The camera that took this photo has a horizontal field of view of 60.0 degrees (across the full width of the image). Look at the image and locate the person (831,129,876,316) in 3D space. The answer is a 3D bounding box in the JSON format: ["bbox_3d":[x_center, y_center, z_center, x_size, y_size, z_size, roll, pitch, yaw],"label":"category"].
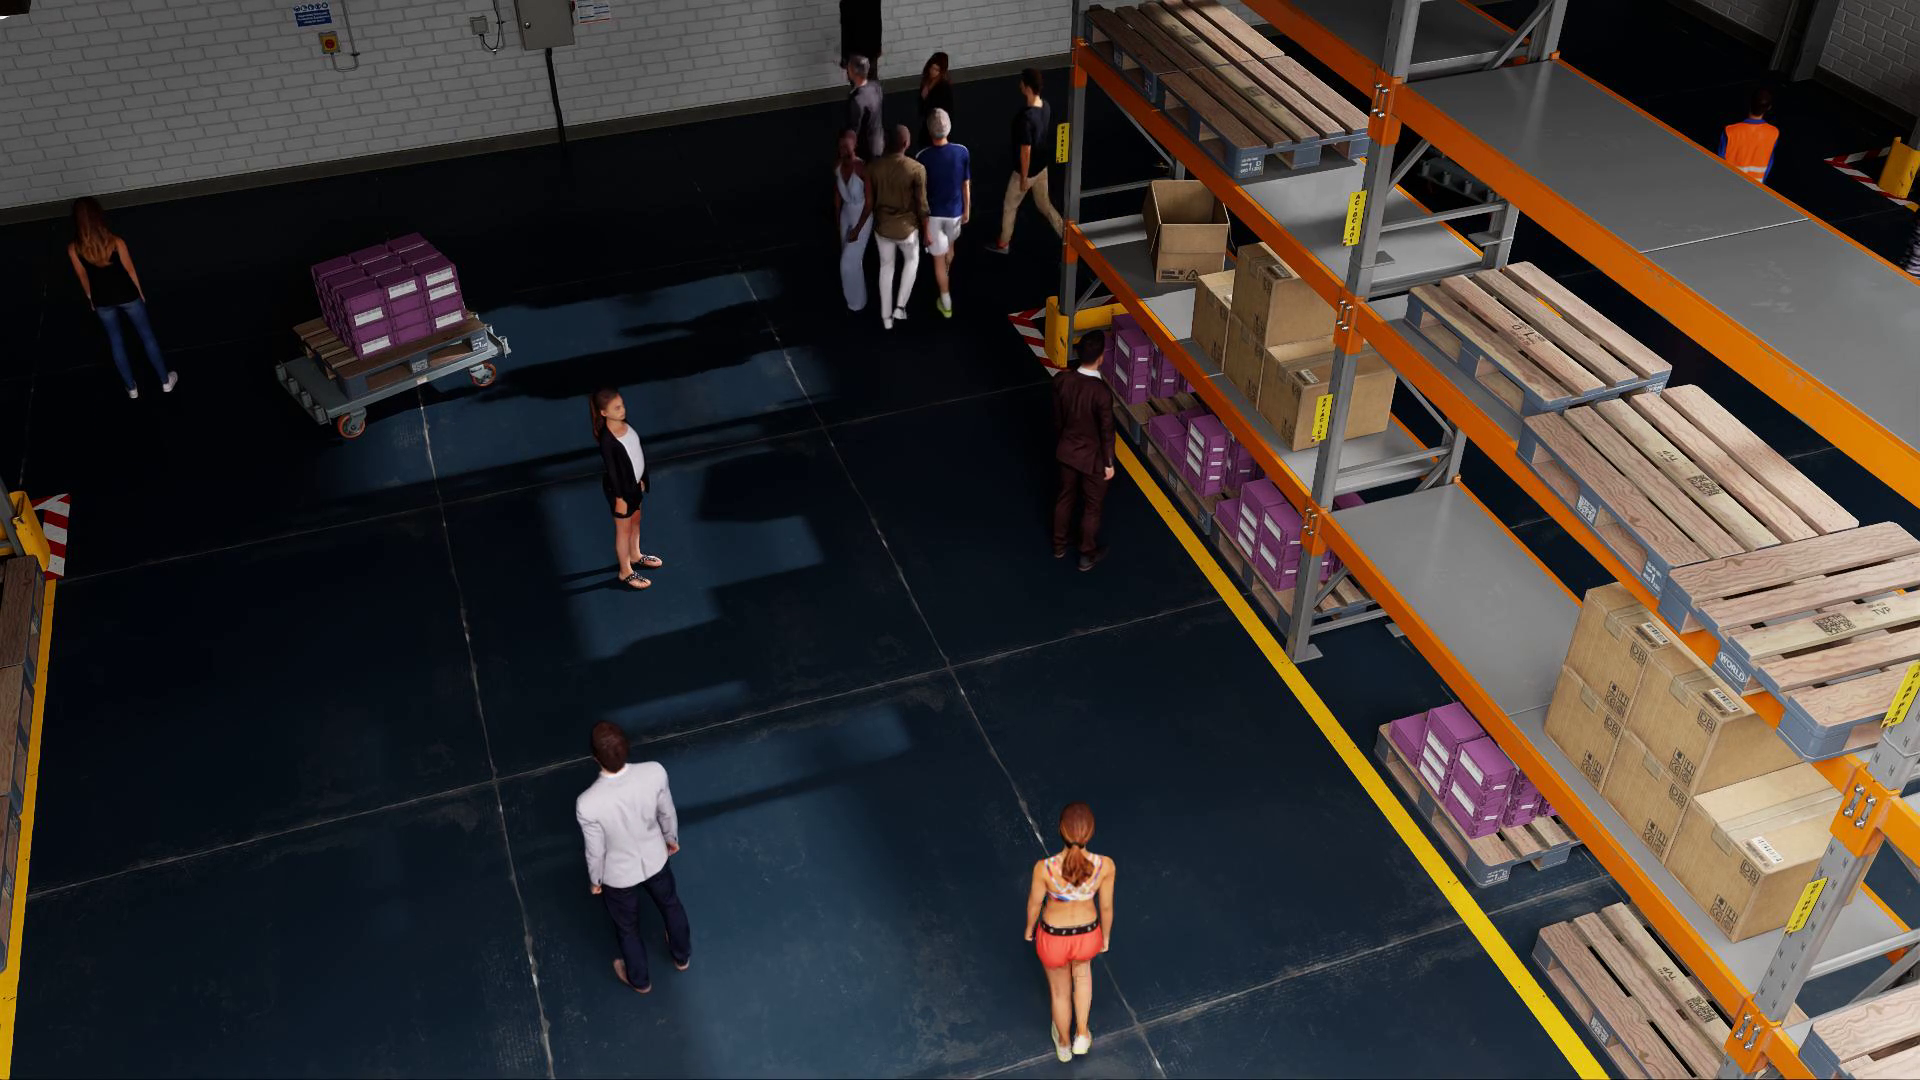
[{"bbox_3d":[-0.830,-2.684,14.155,0.864,1.751,0.815,-28,47,-31],"label":"person"}]

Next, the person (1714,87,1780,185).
[{"bbox_3d":[6.750,-3.058,14.534,0.784,1.863,0.766,3,39,4],"label":"person"}]

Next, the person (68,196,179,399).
[{"bbox_3d":[-6.711,-1.919,13.222,0.592,1.721,0.497,-12,40,-14],"label":"person"}]

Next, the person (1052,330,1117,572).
[{"bbox_3d":[0.853,-0.602,11.460,0.706,1.861,0.825,29,47,32],"label":"person"}]

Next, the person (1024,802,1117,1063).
[{"bbox_3d":[0.546,2.034,8.226,0.625,1.778,0.671,-5,39,-6],"label":"person"}]

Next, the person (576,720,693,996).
[{"bbox_3d":[-1.700,1.658,8.640,0.741,1.848,0.671,-25,45,-28],"label":"person"}]

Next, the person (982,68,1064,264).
[{"bbox_3d":[0.712,-3.277,14.845,1.262,1.817,1.134,21,43,24],"label":"person"}]

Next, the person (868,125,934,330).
[{"bbox_3d":[-0.536,-2.570,13.962,0.894,1.815,0.893,6,39,8],"label":"person"}]

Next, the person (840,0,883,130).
[{"bbox_3d":[-0.999,-5.013,17.033,0.727,1.800,0.683,-28,46,-30],"label":"person"}]

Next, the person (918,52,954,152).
[{"bbox_3d":[-0.186,-3.863,15.699,0.749,1.667,0.481,-4,39,-6],"label":"person"}]

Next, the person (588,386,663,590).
[{"bbox_3d":[-2.318,-0.388,11.437,0.697,1.556,0.625,9,39,11],"label":"person"}]

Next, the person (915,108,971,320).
[{"bbox_3d":[-0.133,-2.754,14.206,0.650,1.798,1.039,-12,40,-14],"label":"person"}]

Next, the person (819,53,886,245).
[{"bbox_3d":[-0.781,-3.546,15.189,1.167,1.809,1.161,10,40,12],"label":"person"}]
